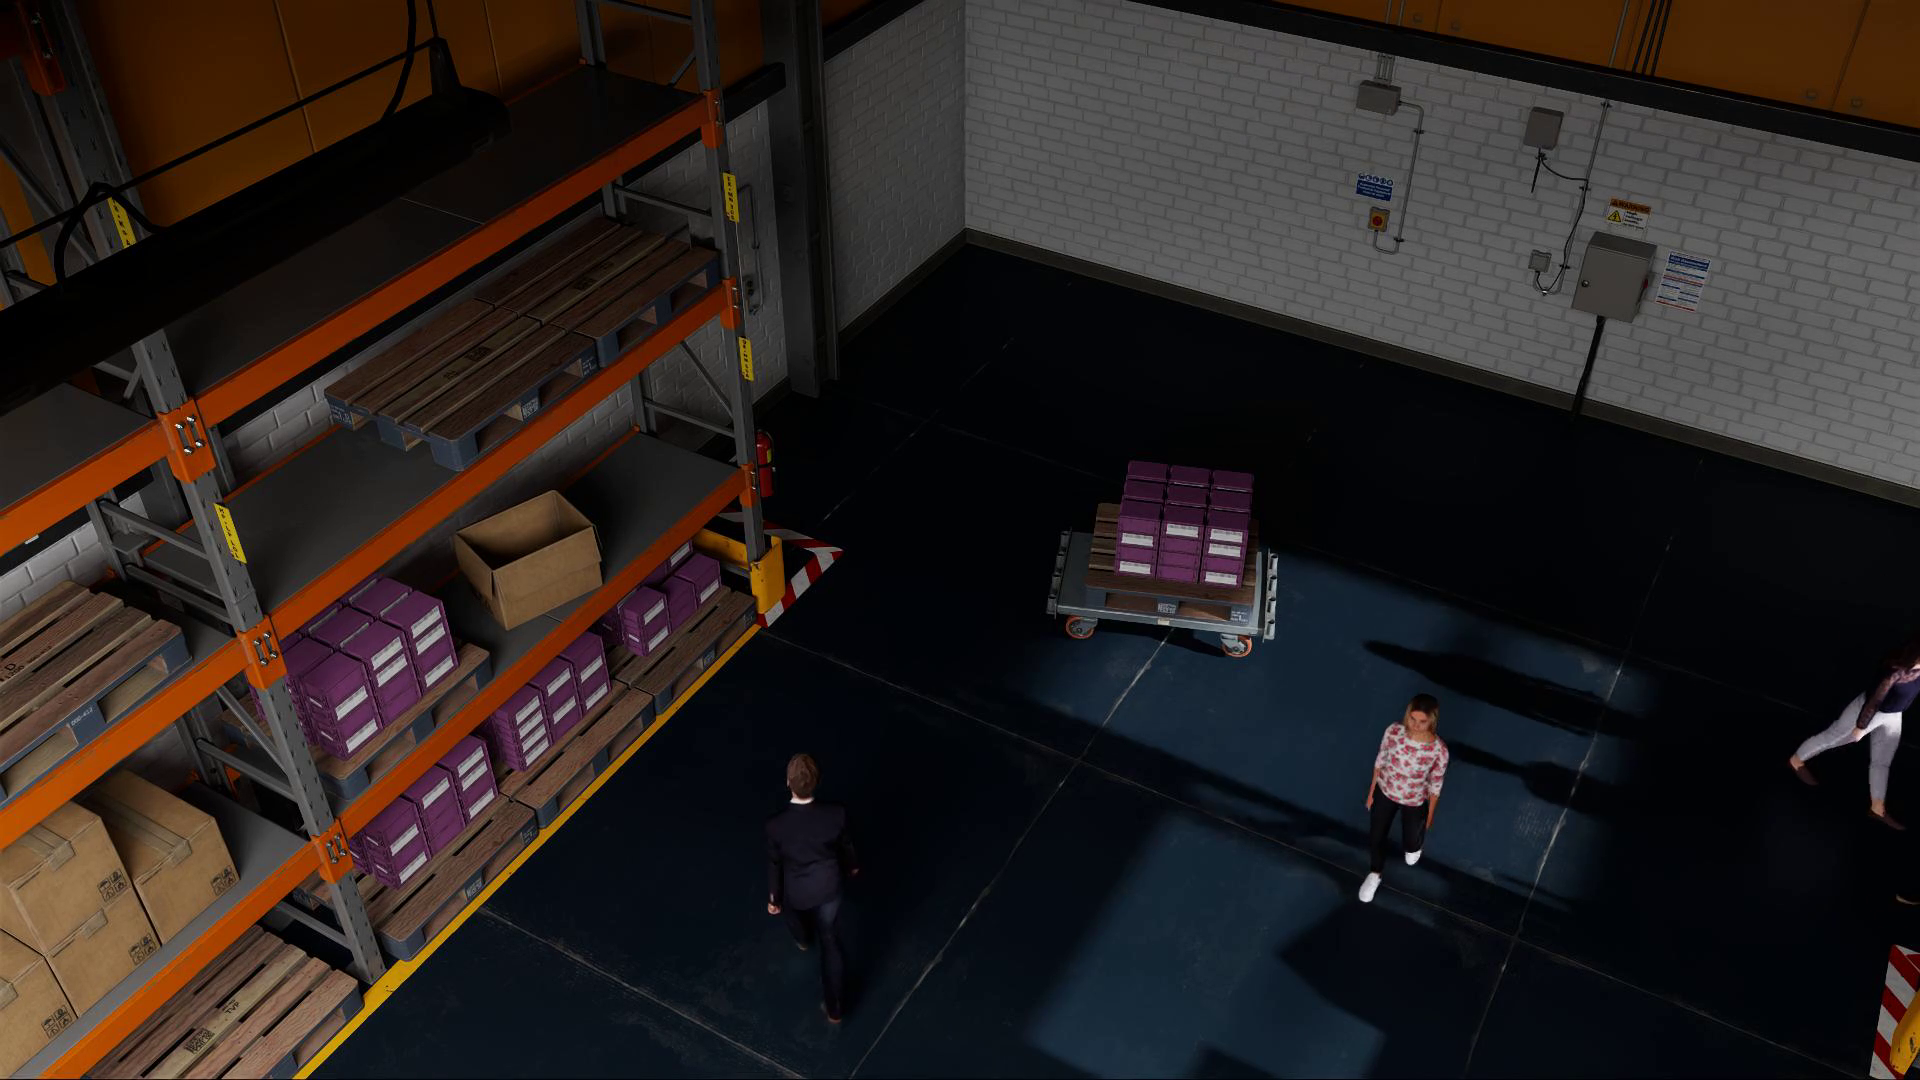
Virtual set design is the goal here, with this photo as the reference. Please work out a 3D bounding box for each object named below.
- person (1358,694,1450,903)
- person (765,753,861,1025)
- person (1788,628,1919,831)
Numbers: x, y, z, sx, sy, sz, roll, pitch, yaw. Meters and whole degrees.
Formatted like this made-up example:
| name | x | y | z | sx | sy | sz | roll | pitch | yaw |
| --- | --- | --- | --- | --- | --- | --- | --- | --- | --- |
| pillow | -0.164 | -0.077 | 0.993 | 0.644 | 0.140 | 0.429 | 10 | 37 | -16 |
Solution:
| name | x | y | z | sx | sy | sz | roll | pitch | yaw |
| --- | --- | --- | --- | --- | --- | --- | --- | --- | --- |
| person | 2.713 | 1.501 | 10.080 | 0.587 | 1.622 | 0.818 | 22 | 44 | 25 |
| person | -0.823 | 1.969 | 9.361 | 1.193 | 1.789 | 1.256 | -10 | 40 | -13 |
| person | 5.796 | 1.100 | 10.636 | 1.070 | 1.556 | 0.971 | -23 | 44 | -26 |
